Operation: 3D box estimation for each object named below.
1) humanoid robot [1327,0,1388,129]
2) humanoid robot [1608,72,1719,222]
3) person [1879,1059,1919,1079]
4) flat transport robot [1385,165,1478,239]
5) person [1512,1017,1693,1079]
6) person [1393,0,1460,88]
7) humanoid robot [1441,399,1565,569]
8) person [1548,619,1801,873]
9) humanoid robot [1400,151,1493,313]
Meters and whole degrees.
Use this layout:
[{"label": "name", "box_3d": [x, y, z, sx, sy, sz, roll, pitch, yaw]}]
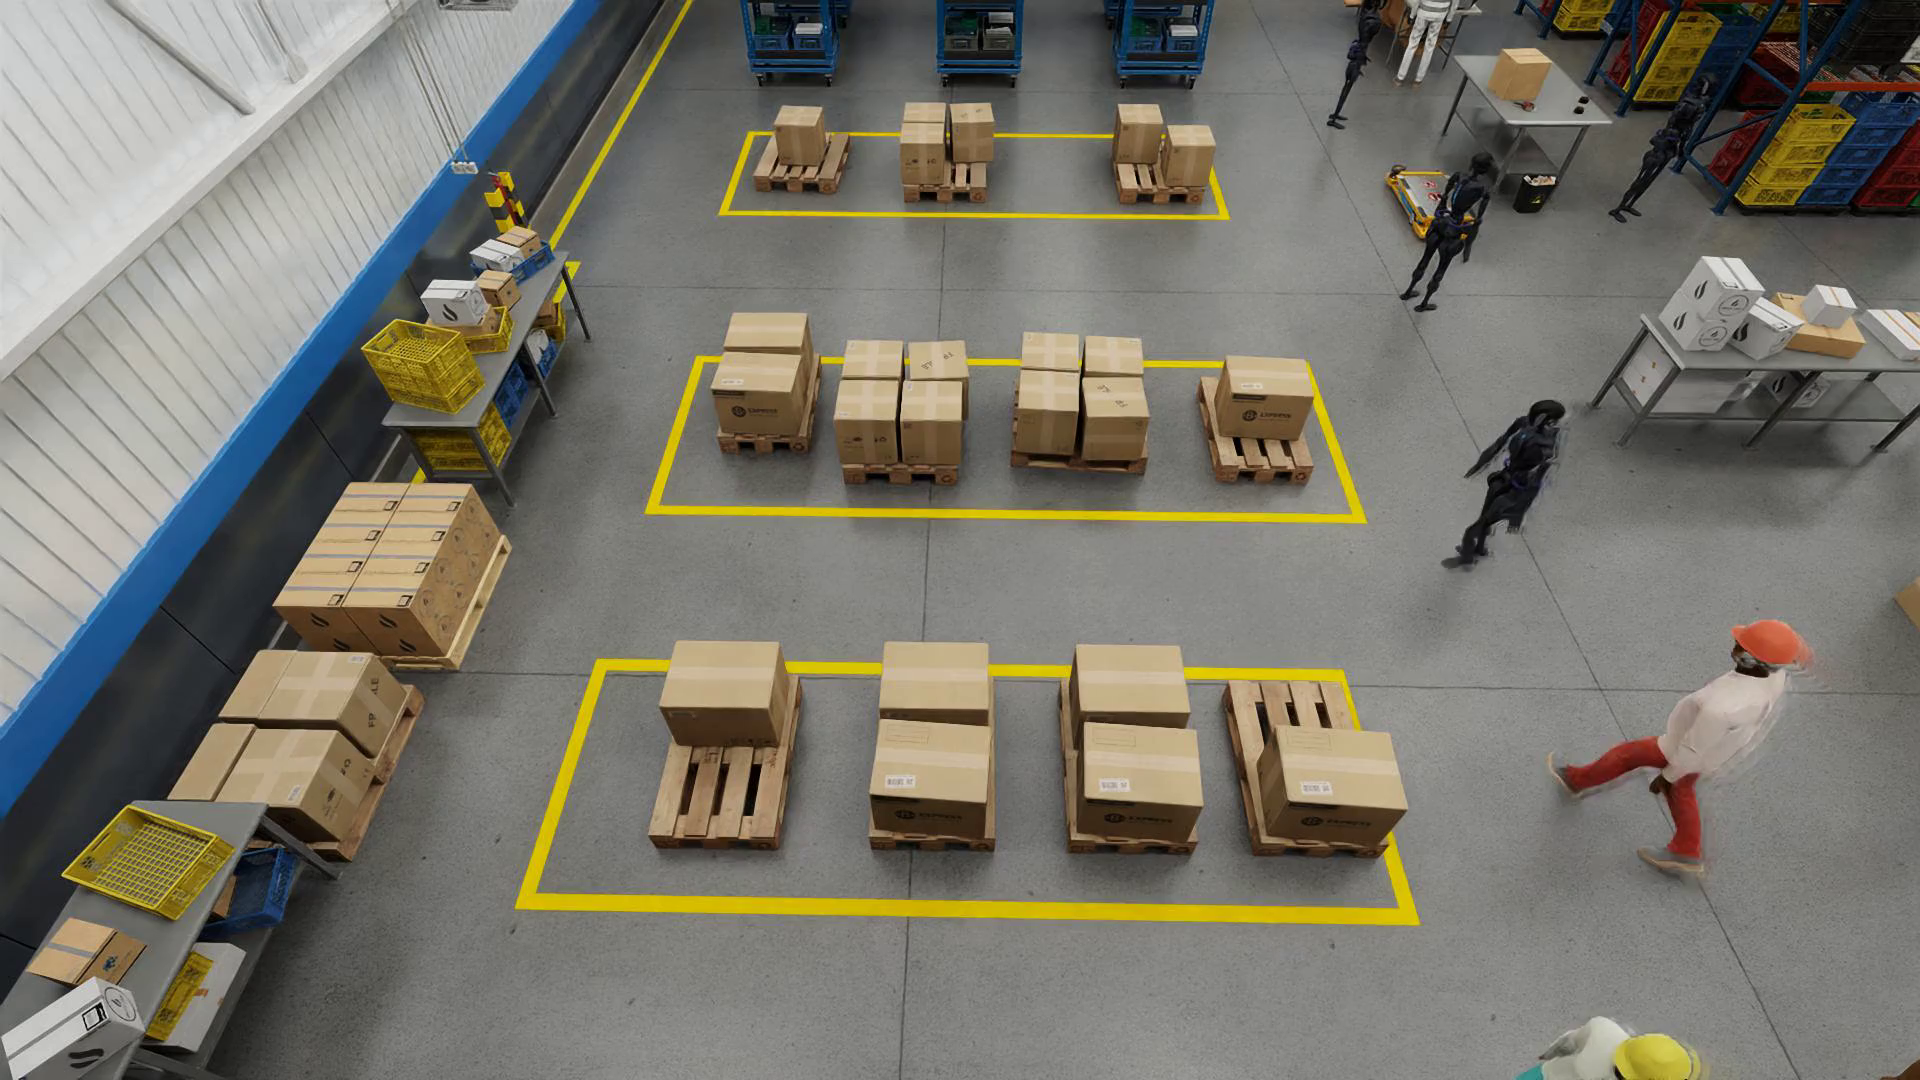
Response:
[{"label": "humanoid robot", "box_3d": [5.253, -6.335, 12.076, 0.324, 1.657, 0.598, 19, 52, 16]}, {"label": "humanoid robot", "box_3d": [8.066, -4.467, 10.459, 0.610, 1.657, 0.315, -22, 53, -18]}, {"label": "person", "box_3d": [4.543, 2.645, 4.073, 0.674, 2.000, 0.536, 28, 55, 22]}, {"label": "flat transport robot", "box_3d": [5.692, -4.094, 11.059, 0.652, 0.197, 1.431, 1, 49, 1]}, {"label": "person", "box_3d": [2.916, 2.624, 4.286, 0.784, 1.739, 0.521, -8, 50, -7]}, {"label": "person", "box_3d": [6.589, -7.335, 12.814, 0.584, 1.882, 0.344, 12, 50, 10]}, {"label": "humanoid robot", "box_3d": [4.129, -0.397, 6.950, 0.532, 1.638, 0.614, 3, 49, 3]}, {"label": "person", "box_3d": [4.349, 1.236, 5.366, 0.675, 1.939, 0.974, -20, 52, -16]}, {"label": "humanoid robot", "box_3d": [4.971, -3.117, 9.300, 0.323, 1.657, 0.575, -16, 51, -13]}]
